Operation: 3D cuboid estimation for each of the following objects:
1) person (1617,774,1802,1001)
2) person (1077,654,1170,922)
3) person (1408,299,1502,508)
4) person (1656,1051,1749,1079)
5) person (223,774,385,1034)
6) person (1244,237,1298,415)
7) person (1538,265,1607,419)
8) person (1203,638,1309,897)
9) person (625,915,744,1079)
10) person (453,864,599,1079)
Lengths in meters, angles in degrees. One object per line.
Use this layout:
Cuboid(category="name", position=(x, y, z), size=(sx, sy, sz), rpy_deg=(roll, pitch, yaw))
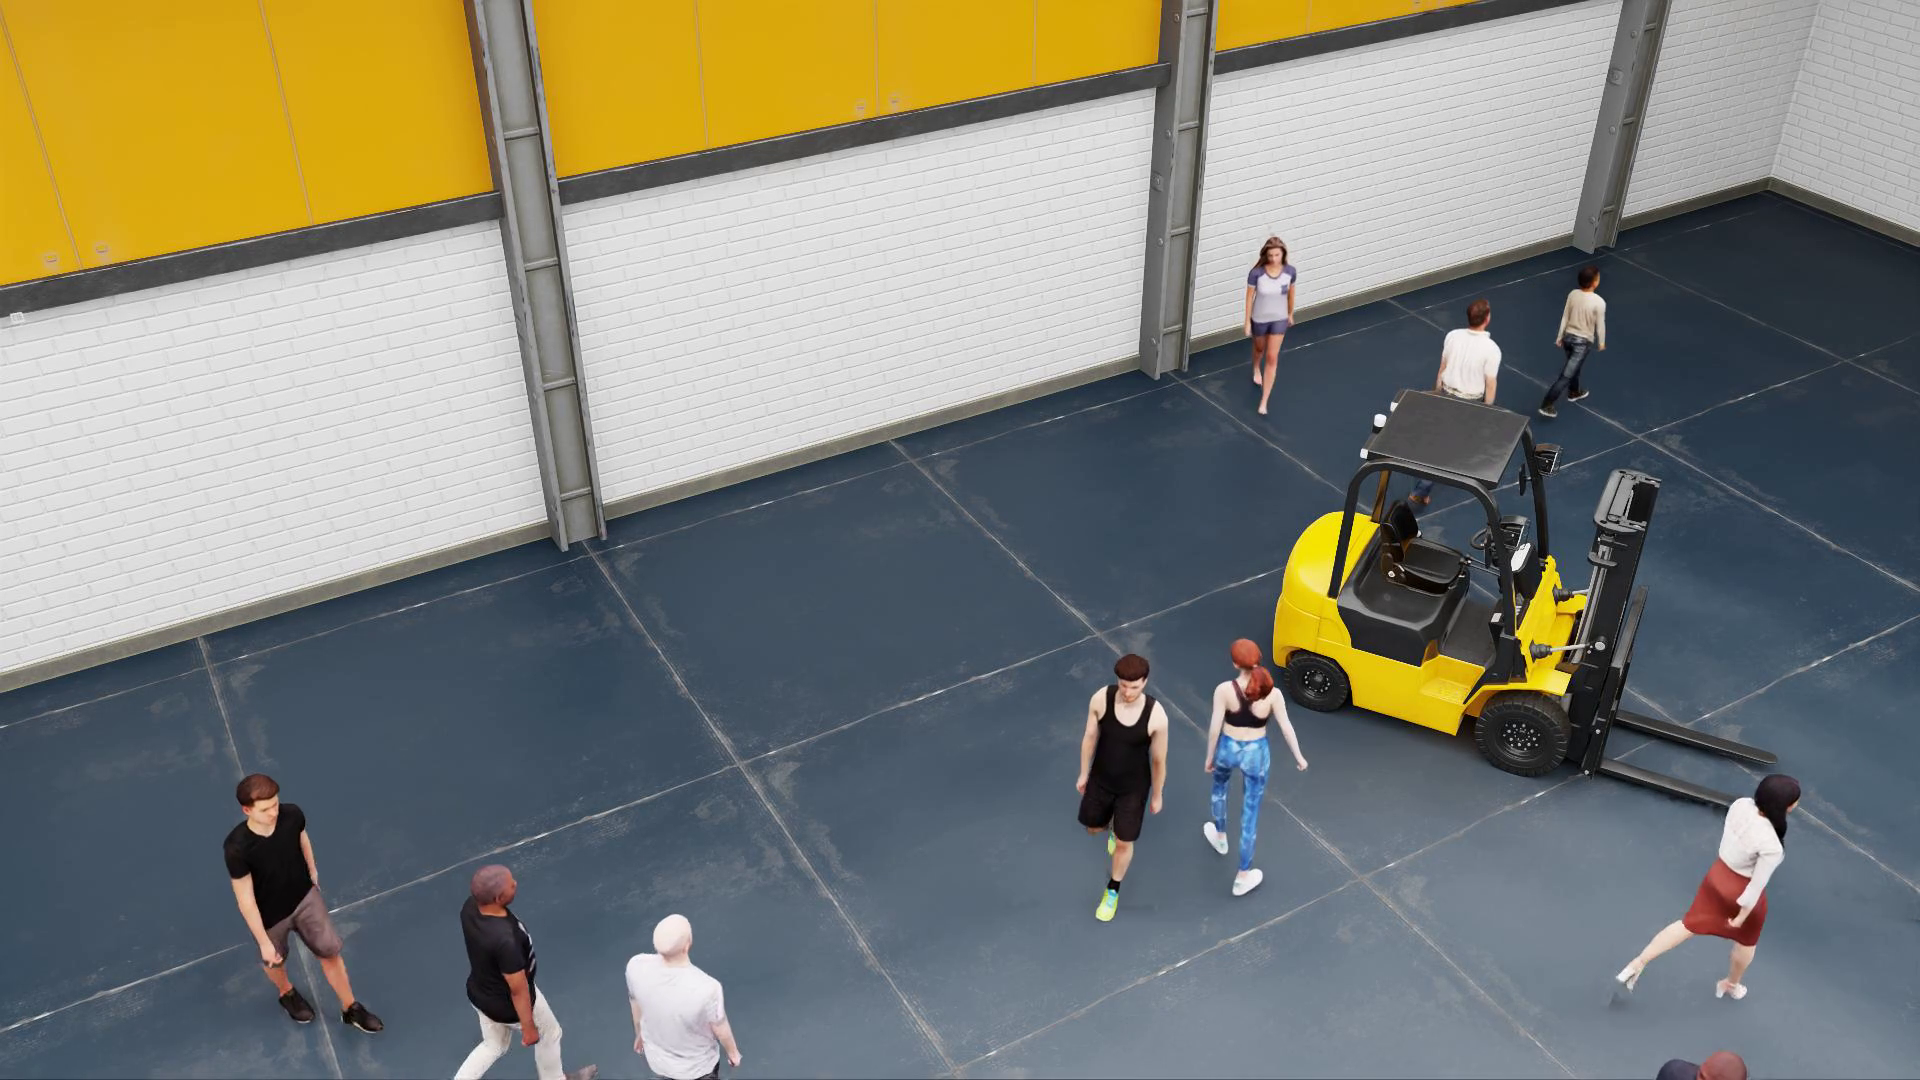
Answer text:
Cuboid(category="person", position=(4.256, 1.993, 9.326), size=(1.135, 1.721, 0.807), rpy_deg=(-7, 34, -11))
Cuboid(category="person", position=(0.987, 1.407, 10.063), size=(0.999, 1.880, 1.102), rpy_deg=(14, 36, 20))
Cuboid(category="person", position=(4.135, -1.110, 13.905), size=(1.280, 1.820, 0.779), rpy_deg=(-23, 40, -31))
Cuboid(category="person", position=(3.521, 2.955, 7.823), size=(1.023, 1.783, 0.773), rpy_deg=(-14, 36, -20))
Cuboid(category="person", position=(-3.834, 1.980, 9.246), size=(0.984, 1.832, 1.041), rpy_deg=(25, 41, 32))
Cuboid(category="person", position=(2.872, -2.070, 15.487), size=(1.138, 1.667, 1.135), rpy_deg=(5, 34, 7))
Cuboid(category="person", position=(5.630, -1.793, 15.274), size=(0.999, 1.443, 0.555), rpy_deg=(-19, 38, -26))
Cuboid(category="person", position=(1.708, 1.414, 10.163), size=(0.981, 1.758, 1.042), rpy_deg=(12, 36, 18))
Cuboid(category="person", position=(-1.433, 2.619, 8.299), size=(0.818, 1.816, 0.858), rpy_deg=(14, 36, 20))
Cuboid(category="person", position=(-2.430, 2.433, 8.617), size=(1.225, 1.773, 0.857), rpy_deg=(-27, 42, -34))
